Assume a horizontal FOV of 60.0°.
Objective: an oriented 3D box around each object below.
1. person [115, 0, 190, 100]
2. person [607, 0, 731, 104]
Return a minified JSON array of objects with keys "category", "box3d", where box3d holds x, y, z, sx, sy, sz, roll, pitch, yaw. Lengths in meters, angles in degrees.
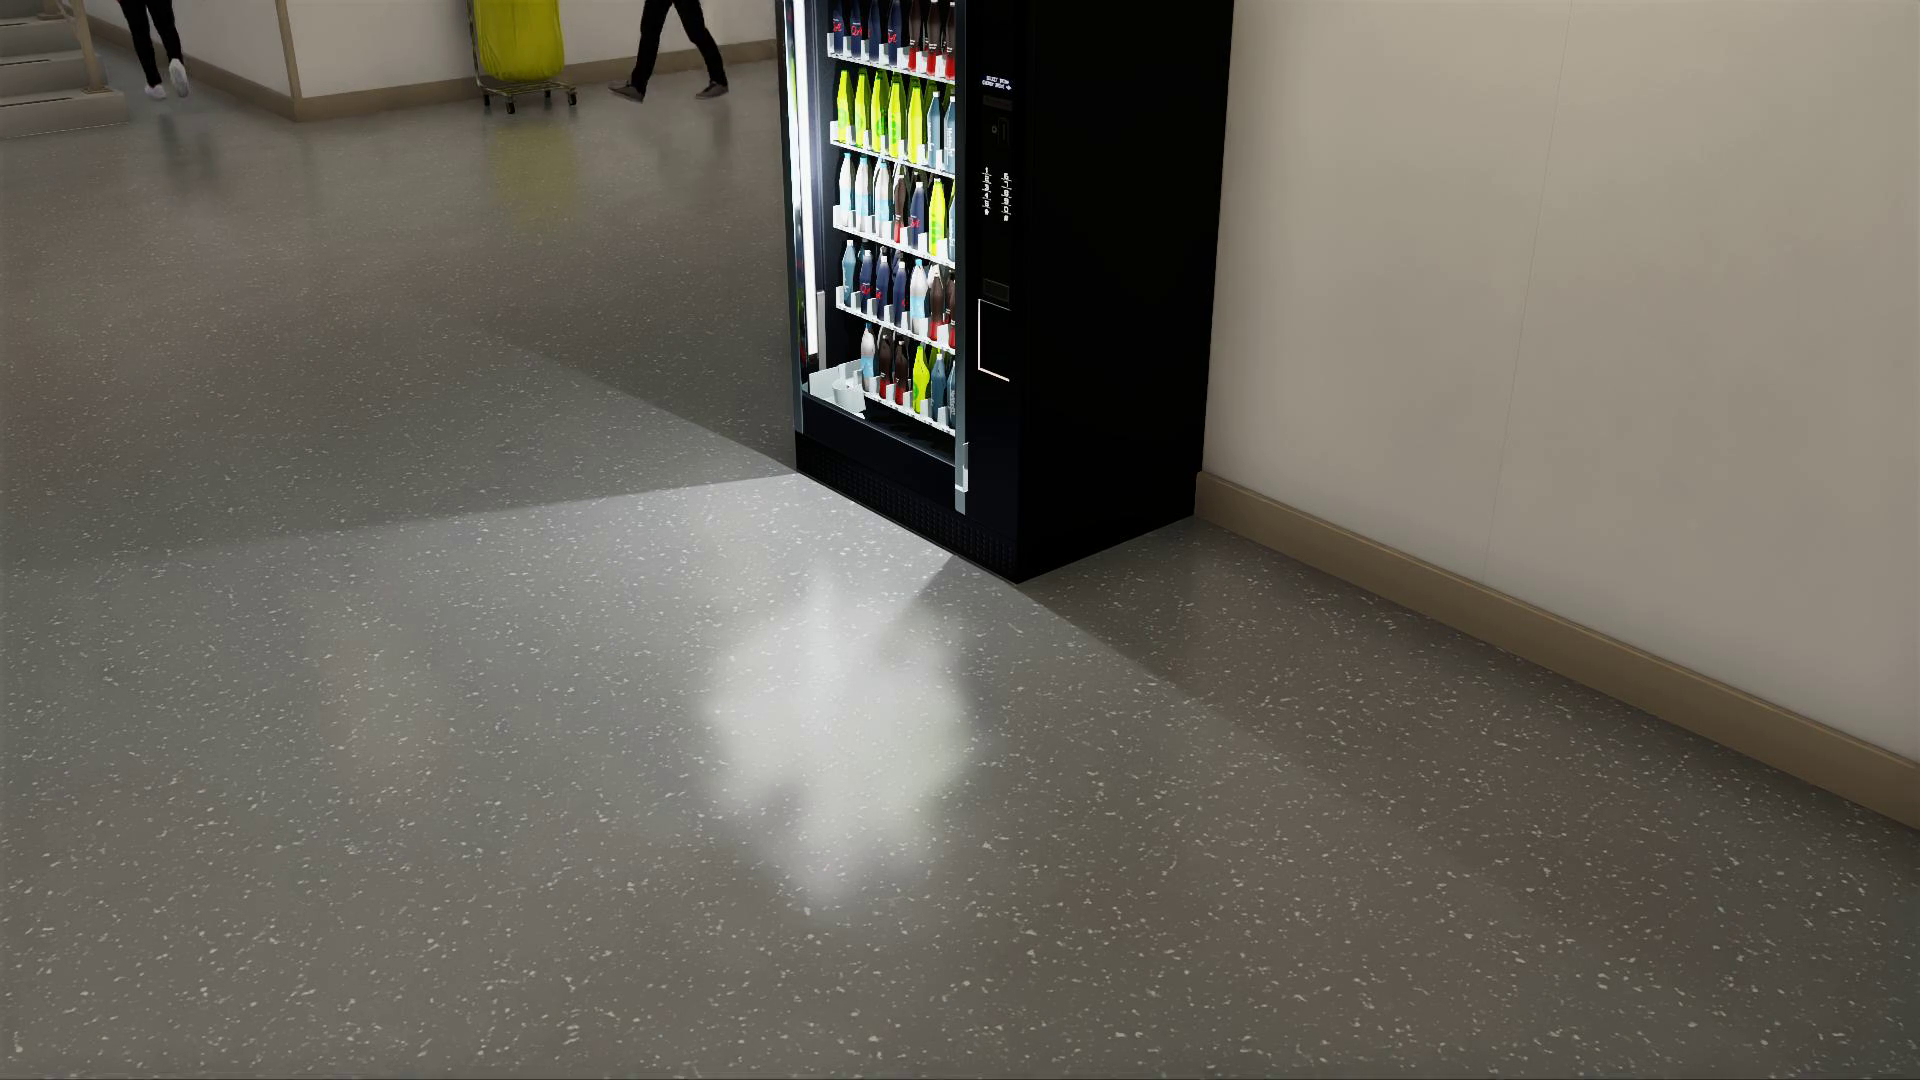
[{"category":"person","box3d":[-5.819,-4.028,11.851,0.664,1.792,0.964,-19,32,-34]},{"category":"person","box3d":[-1.945,-3.942,11.766,0.681,1.711,1.062,-19,32,-34]}]
